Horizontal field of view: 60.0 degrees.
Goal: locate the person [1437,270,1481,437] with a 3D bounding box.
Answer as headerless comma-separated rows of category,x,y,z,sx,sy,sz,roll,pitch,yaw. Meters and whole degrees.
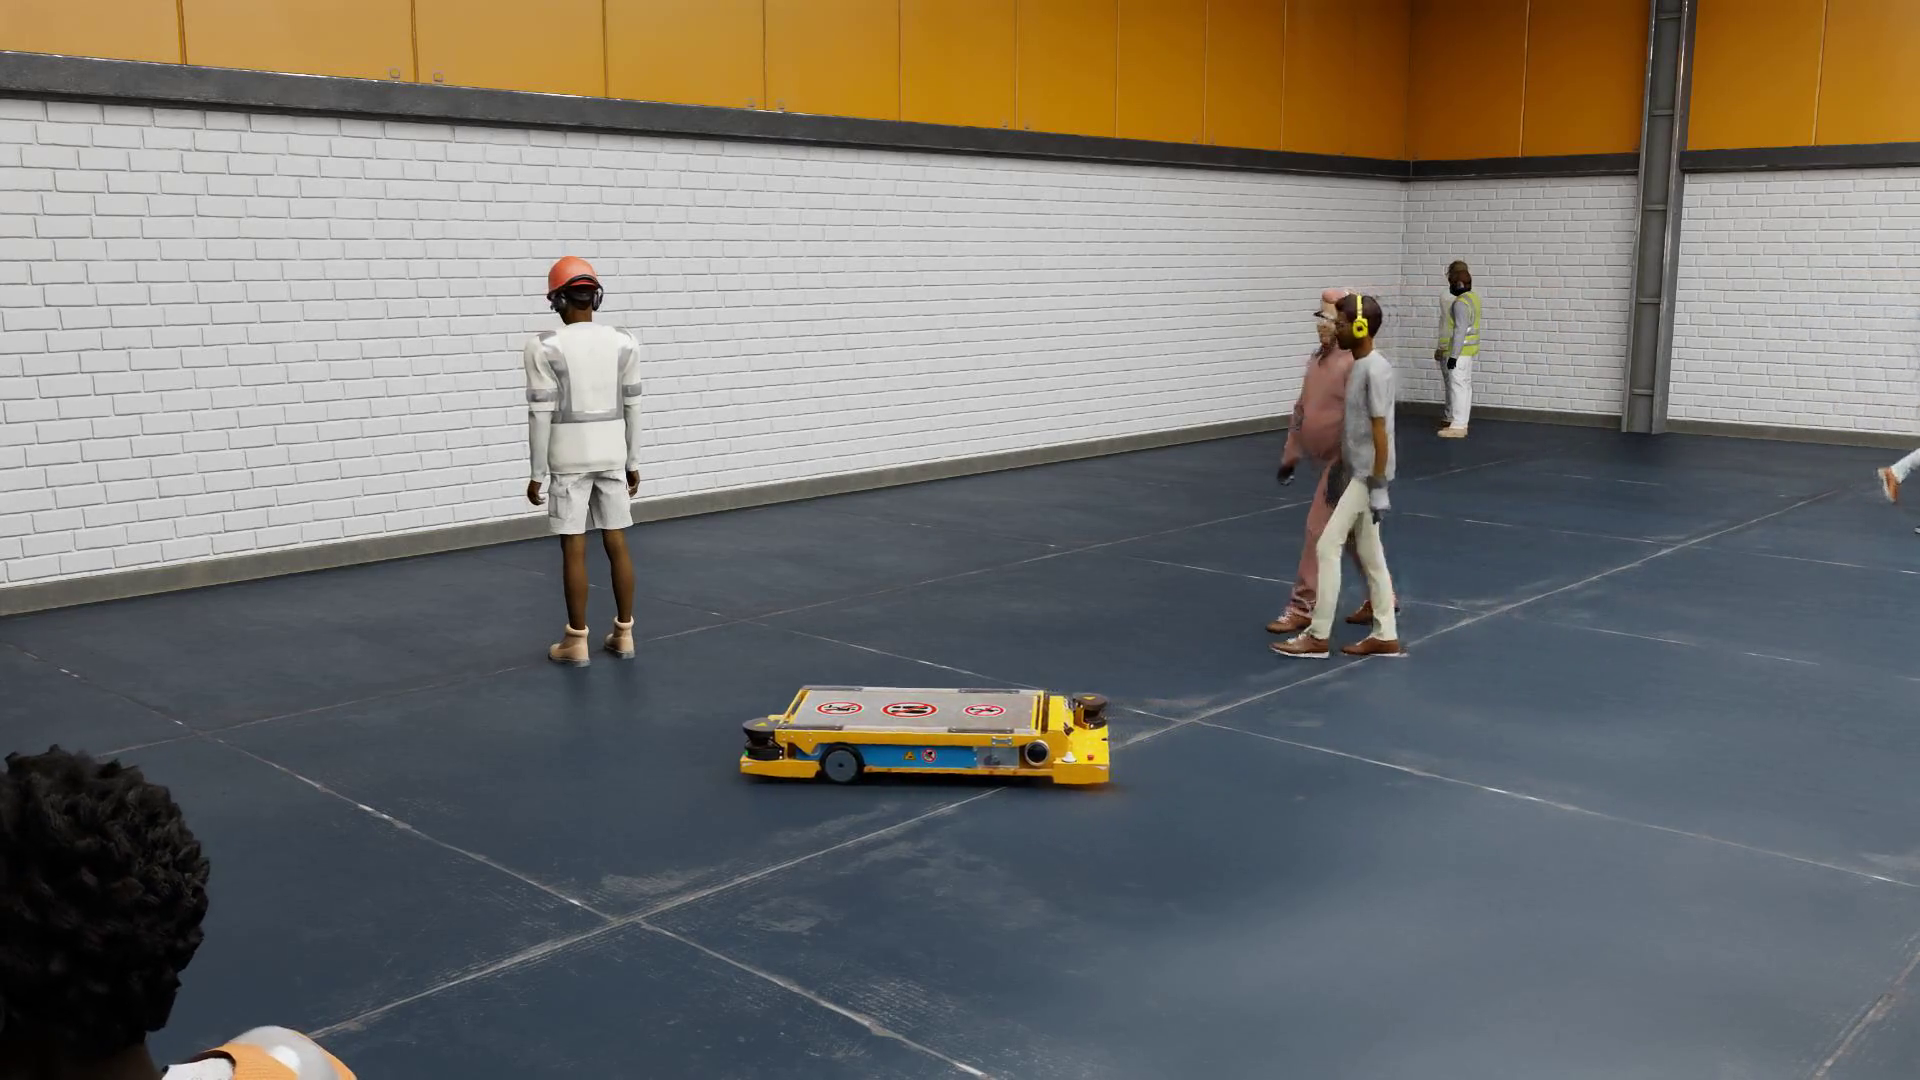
person,5.491,-2.049,18.333,0.429,1.838,0.622,5,11,27

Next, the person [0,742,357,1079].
person,-0.672,0.998,1.398,0.320,1.694,0.534,3,10,16

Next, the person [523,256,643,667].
person,-1.879,-0.386,8.298,0.605,2.035,0.385,-7,12,-36

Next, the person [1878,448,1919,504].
person,7.556,-1.118,12.808,0.627,1.915,0.769,-8,13,-39

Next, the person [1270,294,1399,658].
person,1.897,-0.305,8.377,0.771,1.841,0.541,1,10,7

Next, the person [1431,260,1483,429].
person,5.689,-2.231,19.075,0.628,1.940,0.373,-7,12,-34

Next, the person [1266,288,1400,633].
person,2.083,-0.417,8.987,0.809,1.864,0.768,-1,10,-6

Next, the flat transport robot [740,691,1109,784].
flat transport robot,-0.120,0.774,6.708,1.431,0.197,0.652,1,10,4

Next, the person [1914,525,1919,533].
person,7.145,-0.906,11.863,0.403,1.826,0.596,-2,10,-12
